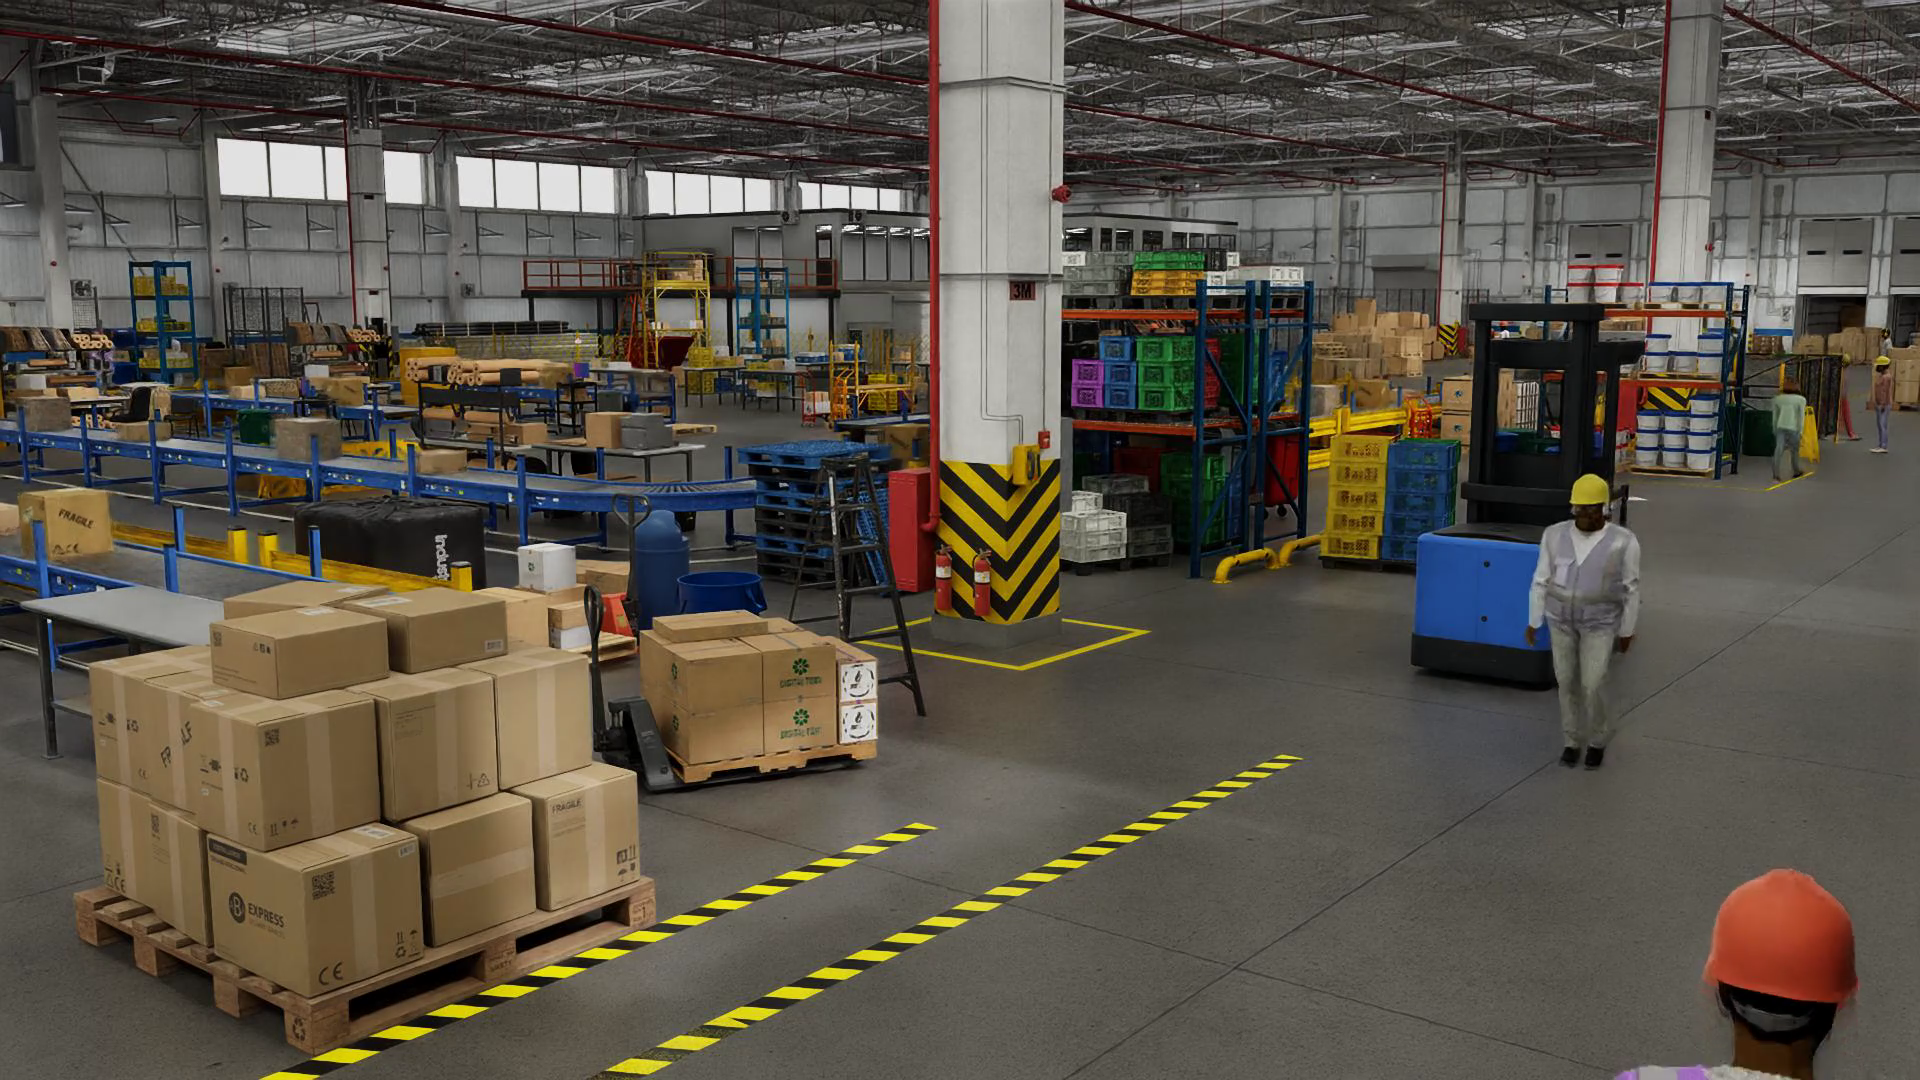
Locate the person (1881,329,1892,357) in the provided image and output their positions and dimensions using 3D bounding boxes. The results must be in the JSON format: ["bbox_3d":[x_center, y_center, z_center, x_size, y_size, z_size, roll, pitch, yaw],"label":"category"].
[{"bbox_3d":[27.098,-5.253,48.703,0.309,1.868,0.534,5,10,29],"label":"person"}]

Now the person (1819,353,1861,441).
[{"bbox_3d":[17.256,-2.789,32.596,0.535,1.720,0.878,-3,9,-17],"label":"person"}]

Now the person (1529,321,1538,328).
[{"bbox_3d":[26.281,-9.318,76.222,0.429,1.837,0.621,1,8,4],"label":"person"}]

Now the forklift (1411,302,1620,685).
[{"bbox_3d":[4.379,-0.438,12.852,1.129,2.768,1.873,7,11,37],"label":"forklift"}]

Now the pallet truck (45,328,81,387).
[{"bbox_3d":[-23.775,-4.544,43.495,1.885,1.965,0.823,6,10,35],"label":"pallet truck"}]

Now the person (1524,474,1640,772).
[{"bbox_3d":[3.752,0.503,10.083,0.597,1.815,0.478,7,11,38],"label":"person"}]

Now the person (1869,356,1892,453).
[{"bbox_3d":[16.761,-2.461,30.264,0.339,1.757,0.518,2,9,15],"label":"person"}]

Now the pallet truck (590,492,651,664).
[{"bbox_3d":[-3.115,0.344,12.883,0.653,1.274,1.630,7,11,37],"label":"pallet truck"}]

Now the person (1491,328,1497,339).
[{"bbox_3d":[13.800,-4.546,43.515,0.396,1.992,0.619,2,9,10],"label":"person"}]

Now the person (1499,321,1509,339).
[{"bbox_3d":[18.934,-6.667,57.990,0.347,1.943,0.544,5,10,30],"label":"person"}]

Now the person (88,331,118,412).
[{"bbox_3d":[-20.693,-4.036,40.133,0.629,1.998,1.070,-1,8,-6],"label":"person"}]

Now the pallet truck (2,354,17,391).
[{"bbox_3d":[-24.881,-4.417,42.634,1.885,1.965,0.823,8,11,41],"label":"pallet truck"}]

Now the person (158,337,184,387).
[{"bbox_3d":[-22.036,-4.951,46.625,0.673,1.872,0.878,0,8,0],"label":"person"}]

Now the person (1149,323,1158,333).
[{"bbox_3d":[6.286,-6.058,53.897,0.371,1.939,0.543,0,8,3],"label":"person"}]

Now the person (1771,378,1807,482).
[{"bbox_3d":[12.775,-1.694,25.644,0.901,1.580,0.514,-8,11,-43],"label":"person"}]

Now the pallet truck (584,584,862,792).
[{"bbox_3d":[-1.426,0.805,10.019,1.601,1.201,0.680,-4,9,-26],"label":"pallet truck"}]

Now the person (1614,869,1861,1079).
[{"bbox_3d":[1.377,1.515,2.889,0.567,1.923,0.398,5,10,32],"label":"person"}]

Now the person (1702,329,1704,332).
[{"bbox_3d":[24.910,-6.281,56.112,0.512,1.709,0.785,-1,8,-7],"label":"person"}]

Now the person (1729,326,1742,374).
[{"bbox_3d":[25.898,-6.249,55.643,0.561,1.809,0.535,-1,9,-8],"label":"person"}]
